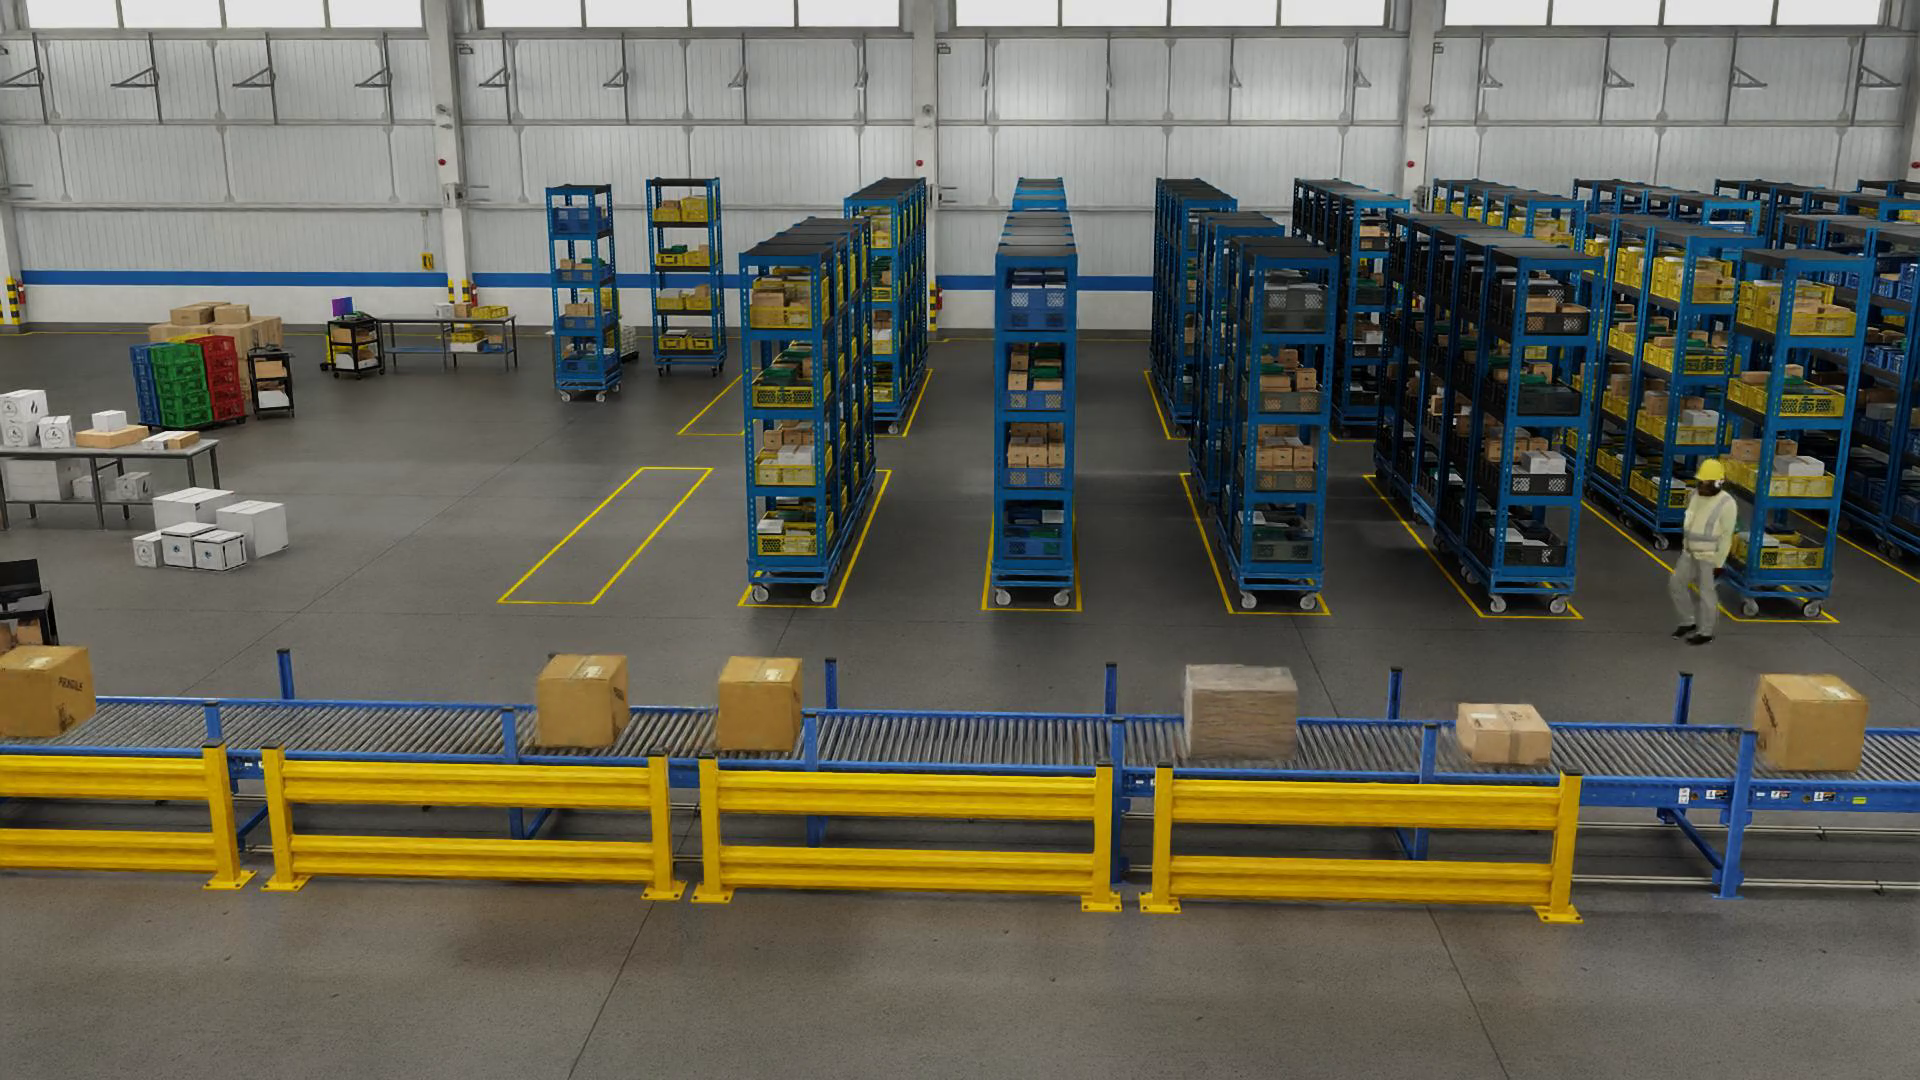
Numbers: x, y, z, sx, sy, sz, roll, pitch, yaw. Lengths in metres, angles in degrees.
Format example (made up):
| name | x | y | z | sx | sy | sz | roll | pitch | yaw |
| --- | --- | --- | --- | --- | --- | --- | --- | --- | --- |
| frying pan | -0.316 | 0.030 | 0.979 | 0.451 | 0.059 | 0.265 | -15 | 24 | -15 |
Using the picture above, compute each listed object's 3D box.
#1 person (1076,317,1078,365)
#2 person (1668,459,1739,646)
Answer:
| name | x | y | z | sx | sy | sz | roll | pitch | yaw |
| --- | --- | --- | --- | --- | --- | --- | --- | --- | --- |
| person | 2.016 | -4.208 | 31.737 | 0.433 | 1.816 | 0.676 | 6 | 16 | 22 |
| person | 6.968 | 0.124 | 15.636 | 0.485 | 1.812 | 0.621 | -4 | 16 | -16 |
